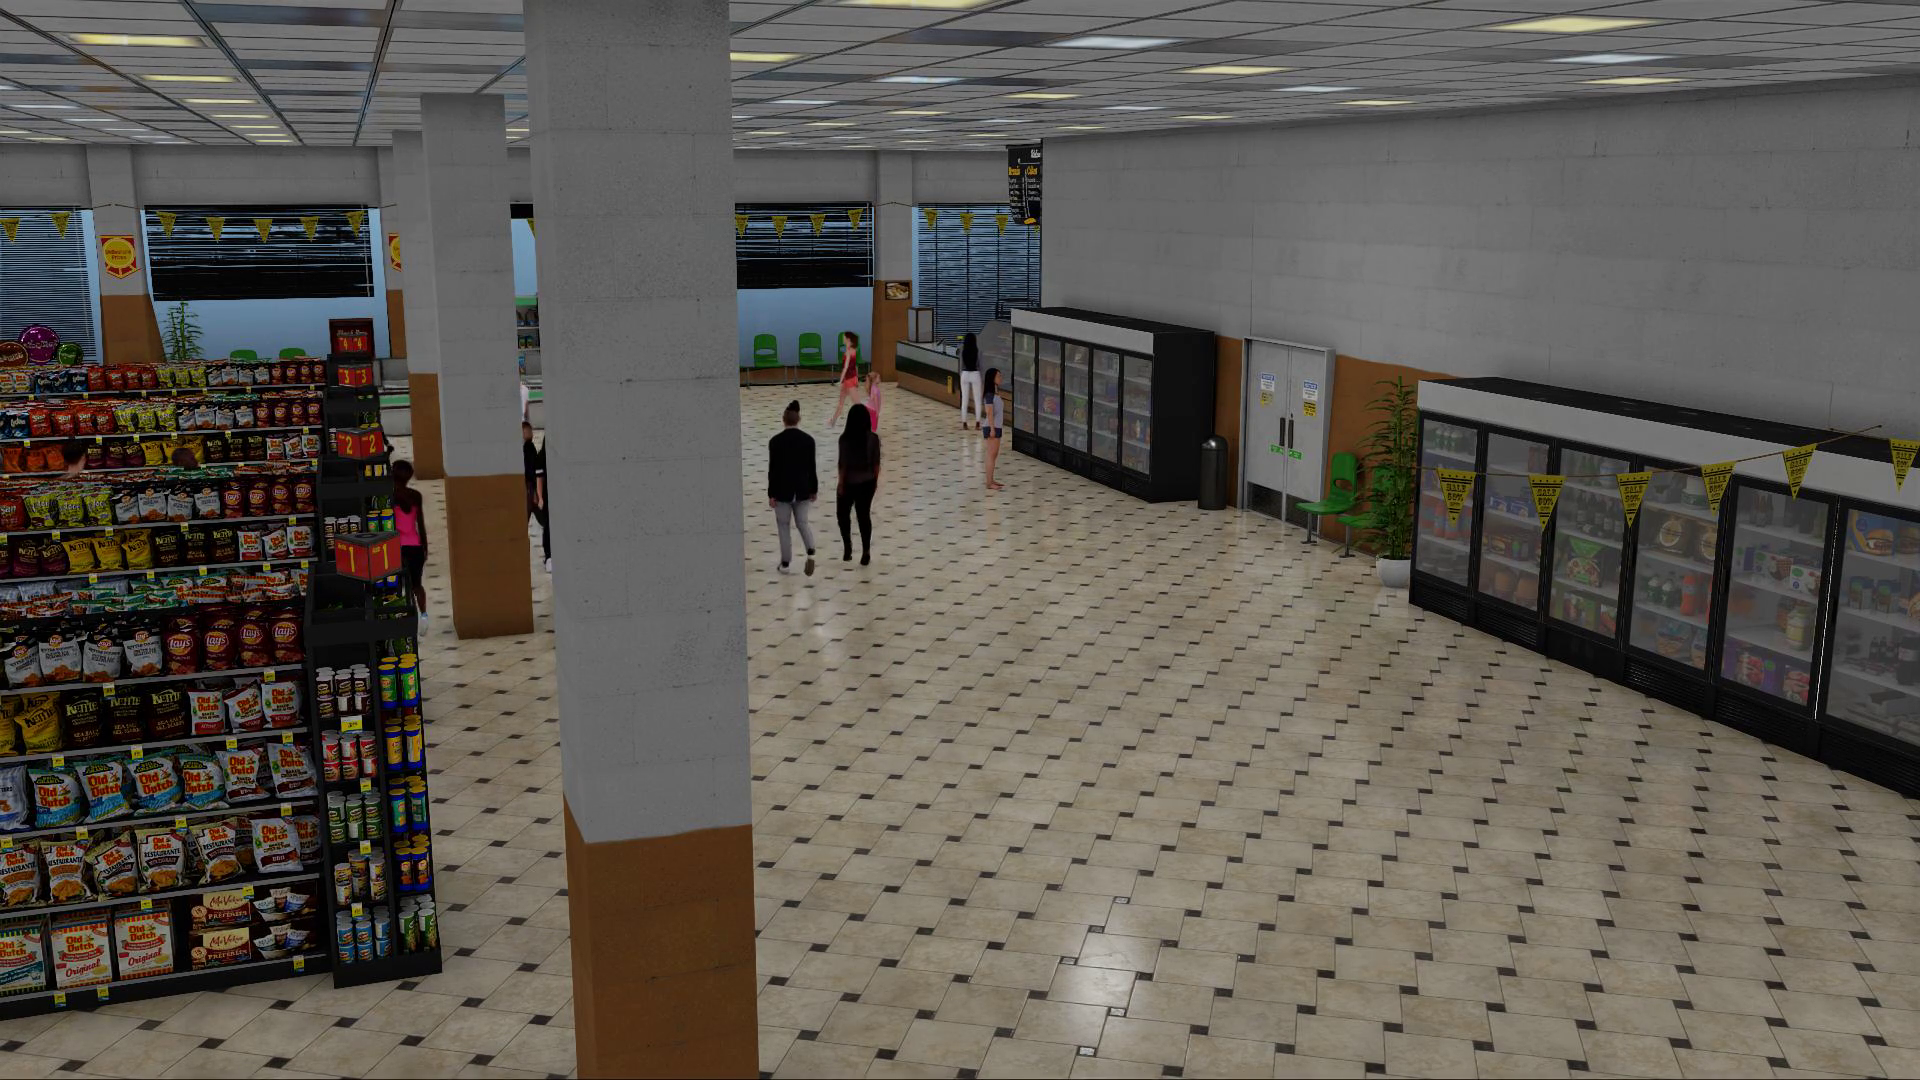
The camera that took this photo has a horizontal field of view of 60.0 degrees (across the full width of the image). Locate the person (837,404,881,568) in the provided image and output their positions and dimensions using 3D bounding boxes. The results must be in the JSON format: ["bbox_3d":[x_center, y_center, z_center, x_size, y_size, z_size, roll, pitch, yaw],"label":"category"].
[{"bbox_3d":[-1.106,-0.577,18.530,0.594,1.819,0.707,-4,13,-20],"label":"person"}]

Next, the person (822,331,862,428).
[{"bbox_3d":[-1.836,-2.765,29.180,1.153,1.712,0.869,1,12,5],"label":"person"}]

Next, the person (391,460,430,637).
[{"bbox_3d":[-5.144,0.123,15.484,0.919,1.703,0.758,-8,14,-34],"label":"person"}]

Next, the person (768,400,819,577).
[{"bbox_3d":[-1.777,-0.535,18.057,1.015,1.932,0.859,-6,14,-28],"label":"person"}]

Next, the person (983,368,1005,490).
[{"bbox_3d":[0.471,-1.595,23.635,0.690,1.707,0.679,2,12,10],"label":"person"}]

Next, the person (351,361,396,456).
[{"bbox_3d":[-9.165,-2.064,25.941,1.049,1.674,1.259,8,14,34],"label":"person"}]

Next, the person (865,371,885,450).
[{"bbox_3d":[-1.413,-2.132,27.243,0.512,1.272,0.490,-3,12,-14],"label":"person"}]

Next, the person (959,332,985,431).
[{"bbox_3d":[0.191,-2.807,29.348,0.607,1.724,0.729,2,12,9],"label":"person"}]
